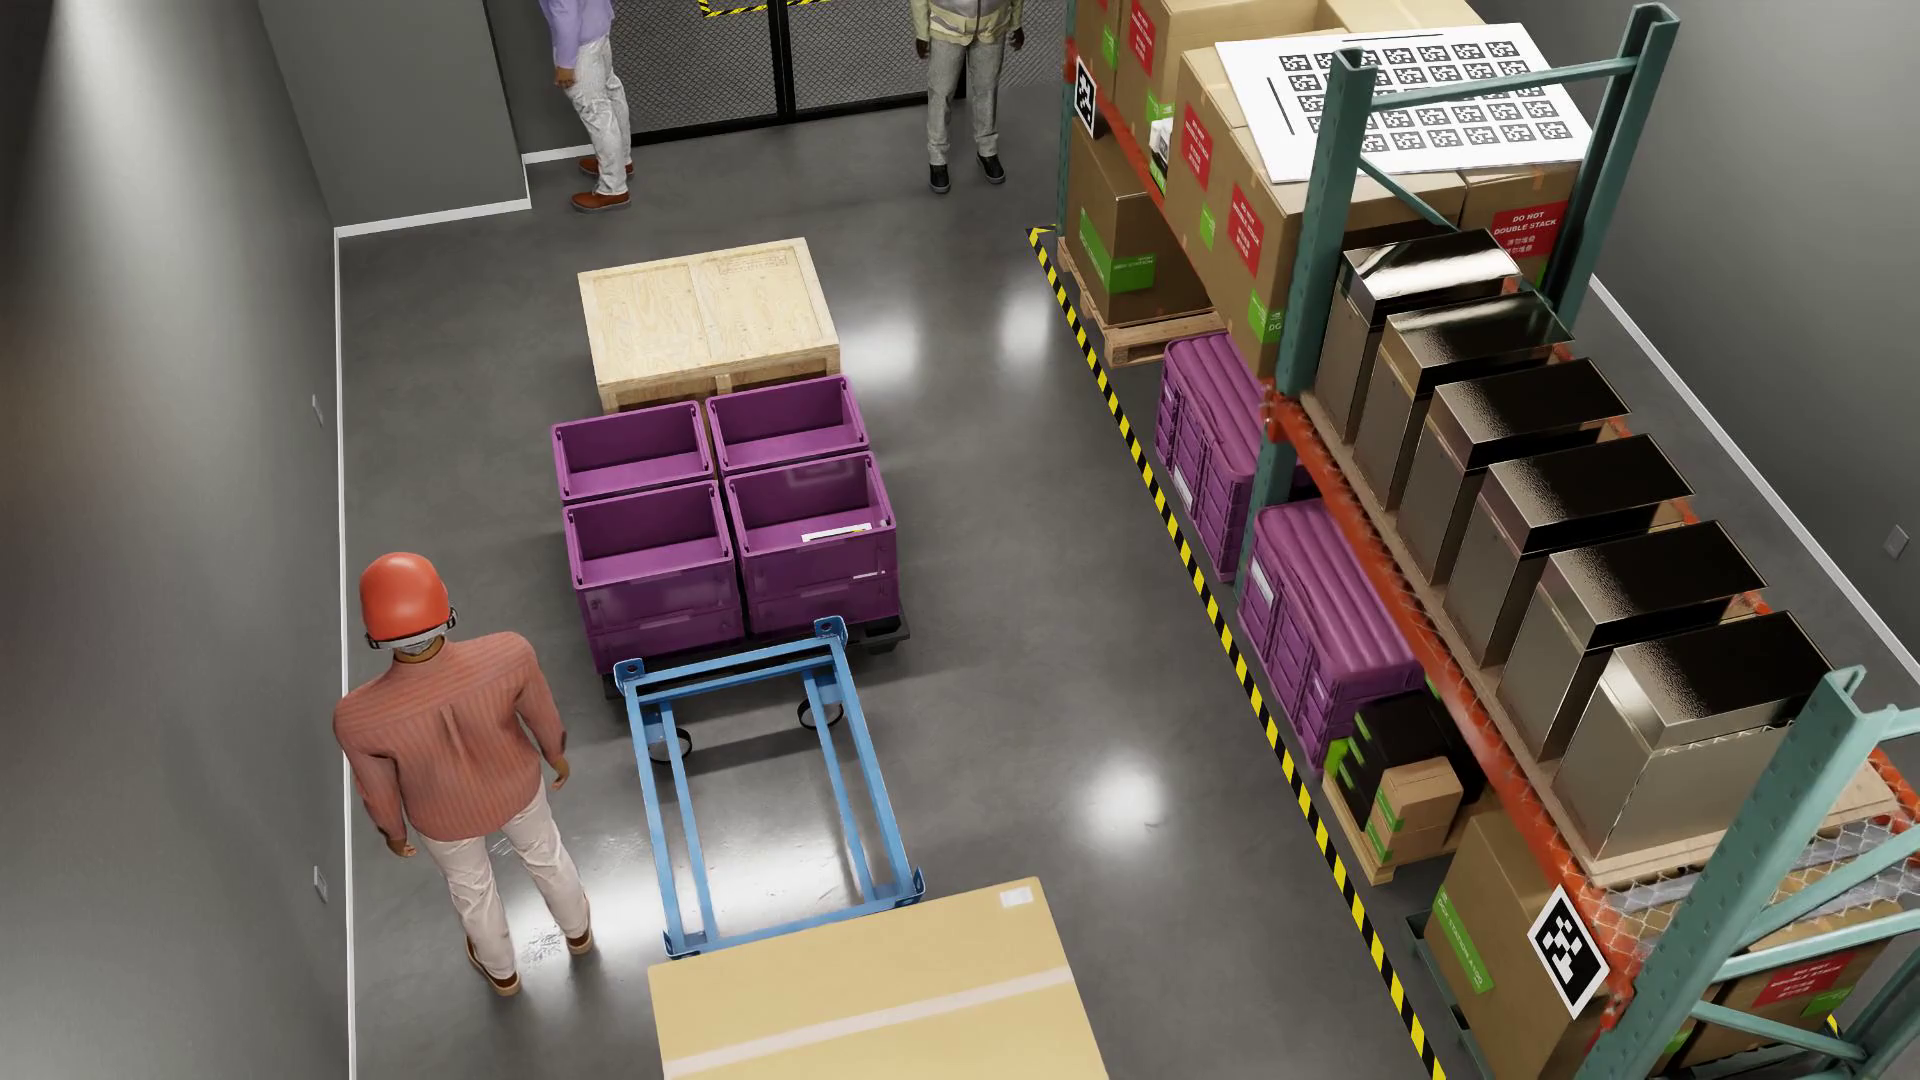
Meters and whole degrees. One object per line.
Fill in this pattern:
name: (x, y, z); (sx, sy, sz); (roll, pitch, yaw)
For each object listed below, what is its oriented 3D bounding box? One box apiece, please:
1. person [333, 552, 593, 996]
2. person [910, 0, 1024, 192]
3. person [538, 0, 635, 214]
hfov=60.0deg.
person: (-1.509, 0.759, 5.151); (0.622, 1.993, 0.382); (-25, 52, -21)
person: (0.047, -2.599, 8.344); (0.586, 1.835, 0.404); (-10, 48, -9)
person: (-1.887, -2.500, 8.188); (0.374, 1.932, 0.628); (2, 47, 2)
